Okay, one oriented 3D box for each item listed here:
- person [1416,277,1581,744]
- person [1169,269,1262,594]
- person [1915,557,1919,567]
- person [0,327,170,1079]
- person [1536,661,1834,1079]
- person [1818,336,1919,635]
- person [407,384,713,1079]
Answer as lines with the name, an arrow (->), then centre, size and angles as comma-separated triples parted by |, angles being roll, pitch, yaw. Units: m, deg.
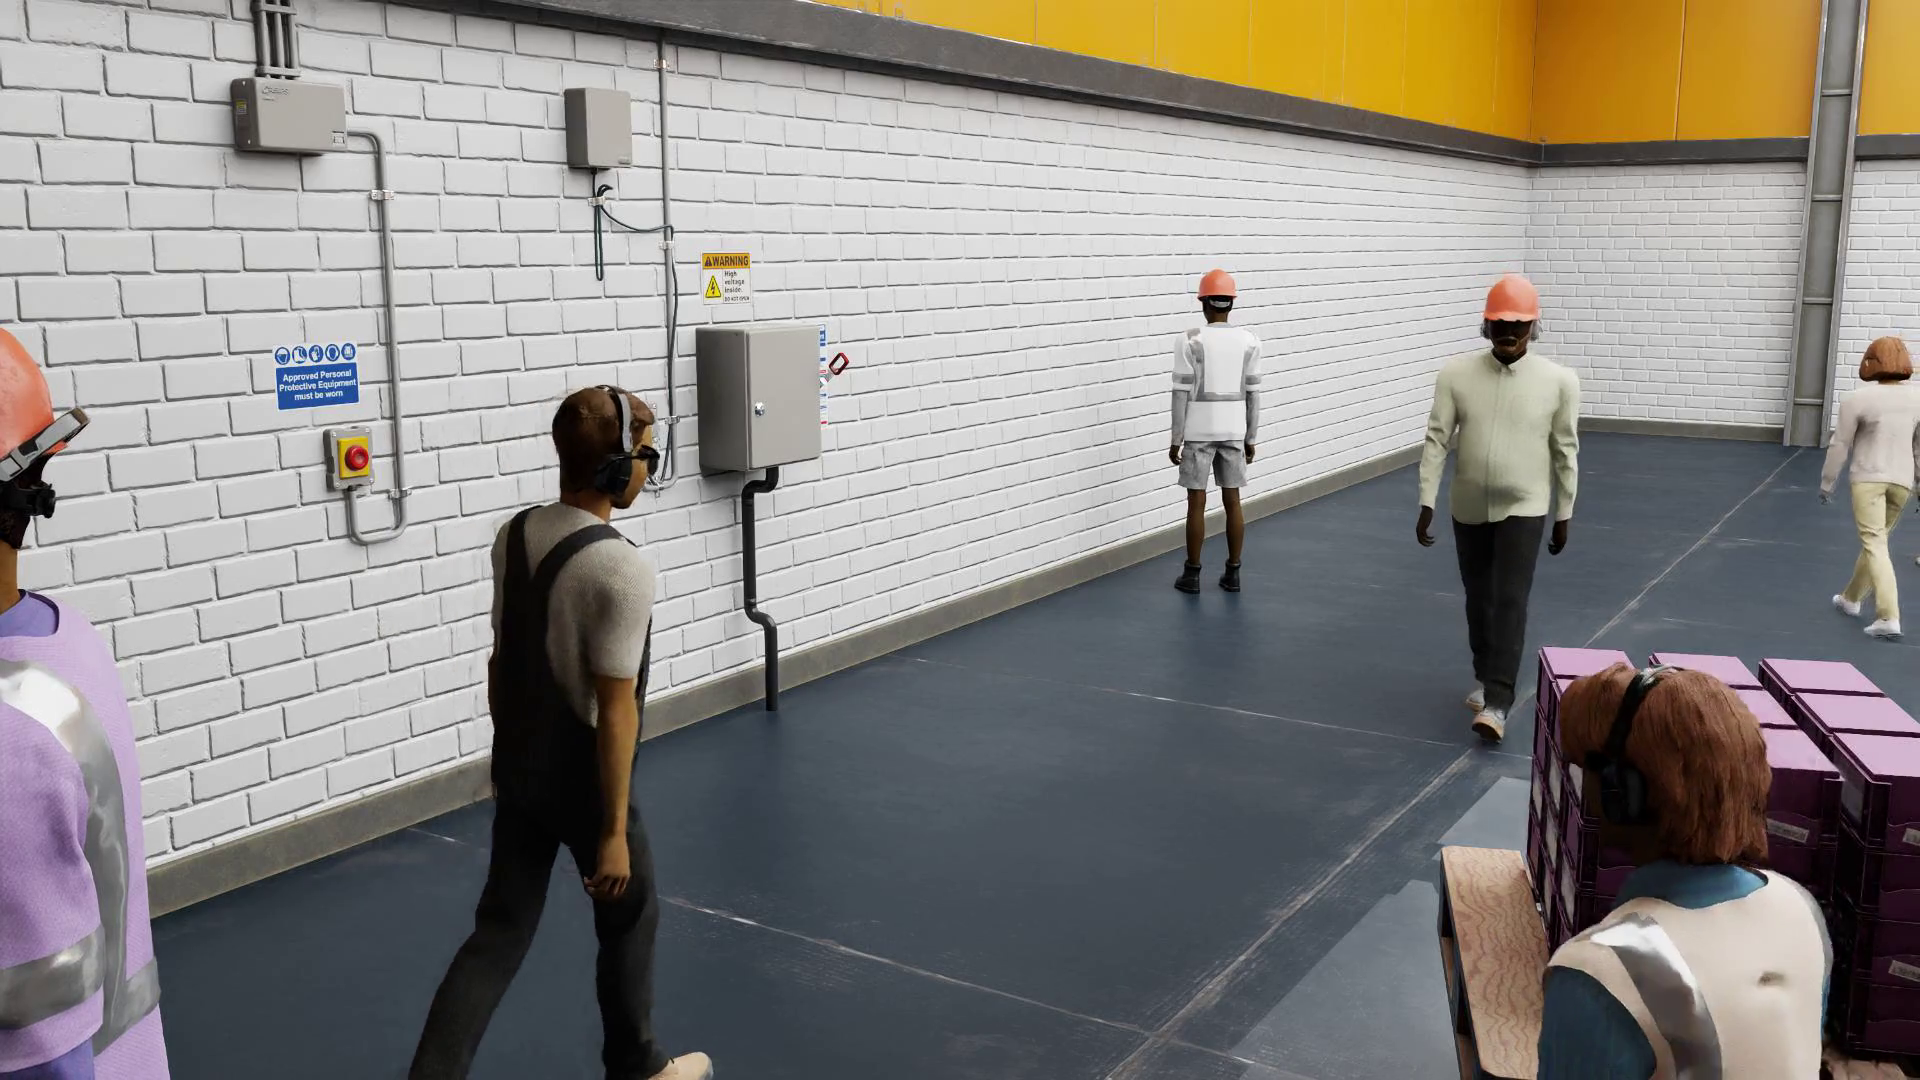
person -> 2.285, -0.140, 7.122 | 0.622, 1.937, 1.036 | 6, 12, 29
person -> 1.512, -0.640, 9.935 | 0.541, 1.929, 0.383 | -2, 10, -12
person -> 6.377, -0.638, 10.570 | 0.537, 1.691, 0.320 | 1, 10, 5
person -> -1.106, 0.747, 1.921 | 0.372, 2.044, 0.608 | -5, 12, -28
person -> 0.887, 0.962, 1.916 | 0.526, 1.616, 0.543 | -7, 13, -35
person -> 4.970, -0.302, 9.008 | 0.518, 1.586, 0.873 | 0, 10, -1
person -> -0.938, 0.559, 3.671 | 0.586, 1.800, 0.929 | 8, 13, 38
